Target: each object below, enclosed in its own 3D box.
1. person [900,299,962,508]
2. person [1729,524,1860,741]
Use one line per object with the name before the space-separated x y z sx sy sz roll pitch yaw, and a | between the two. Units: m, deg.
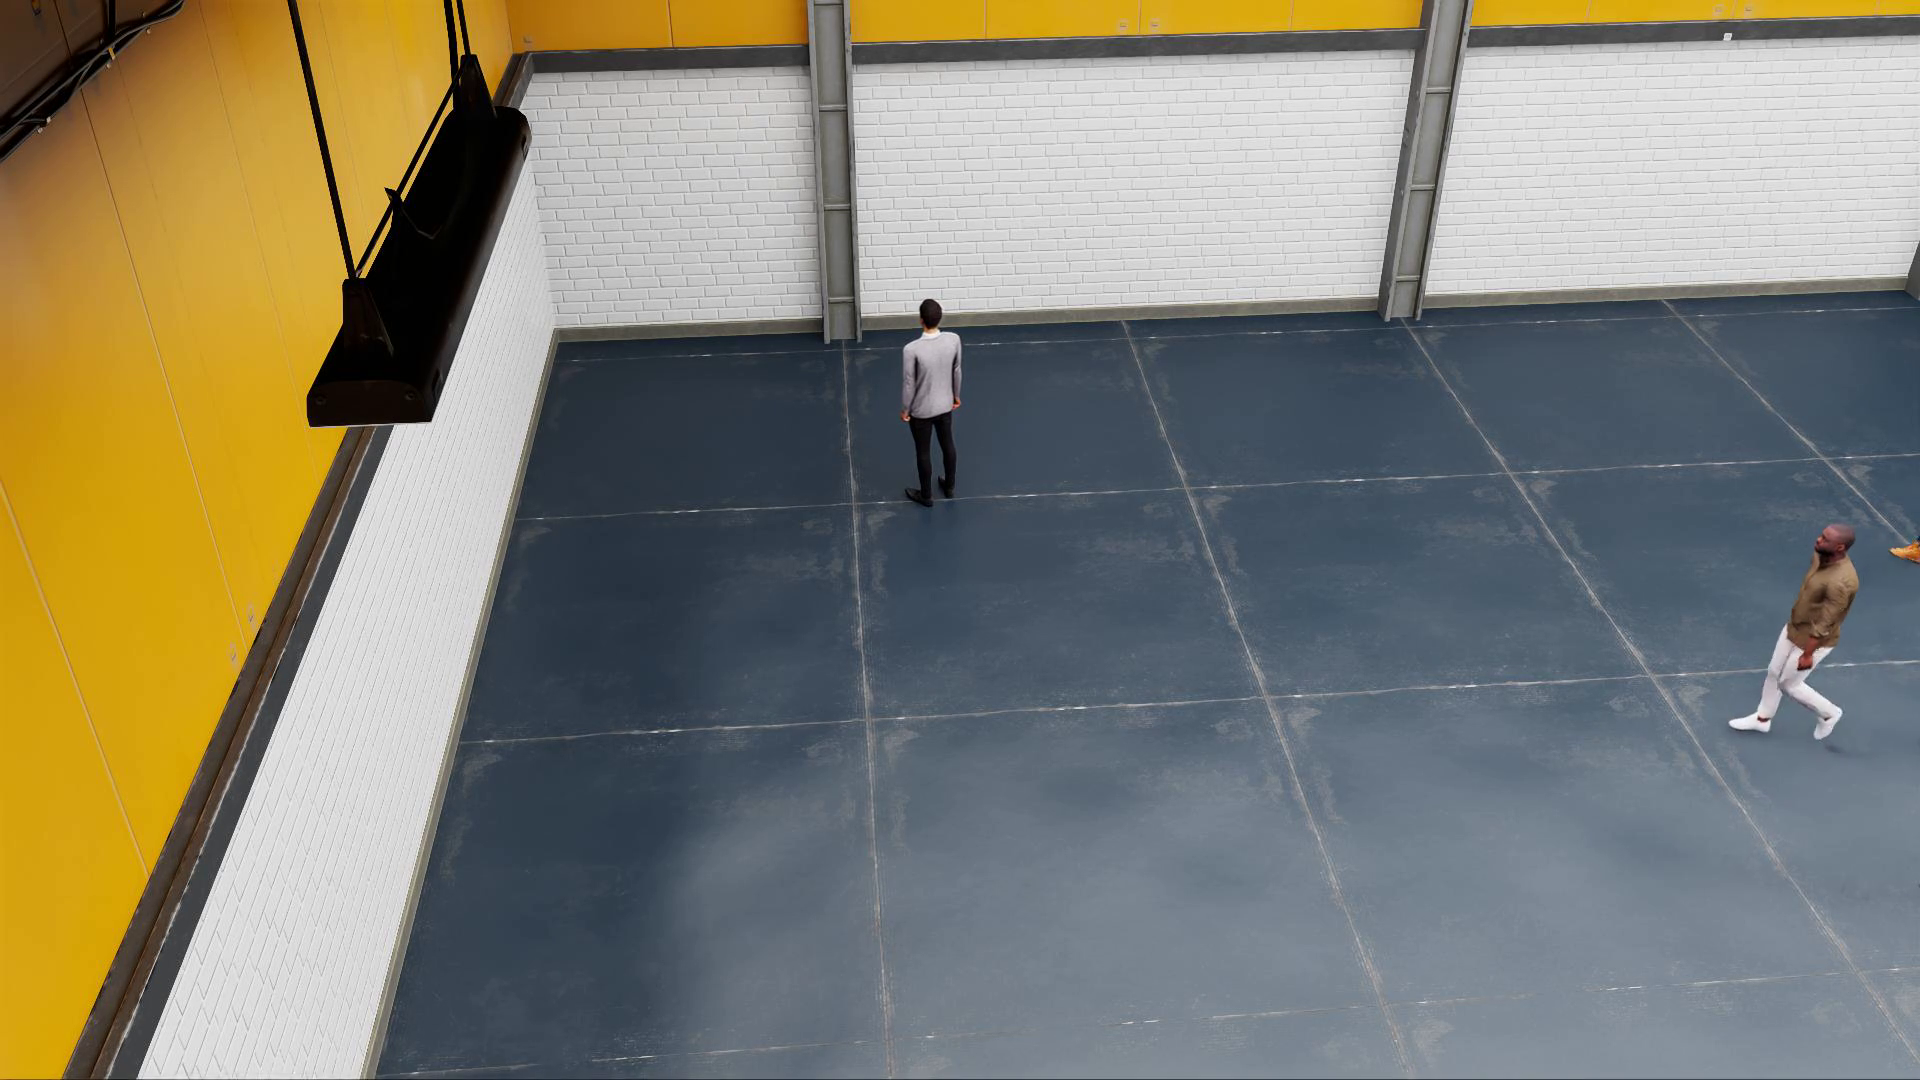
person | -0.245 -1.182 14.342 0.742 1.921 0.894 -19 38 -27
person | 6.003 0.687 11.638 0.982 1.802 0.830 4 34 5
